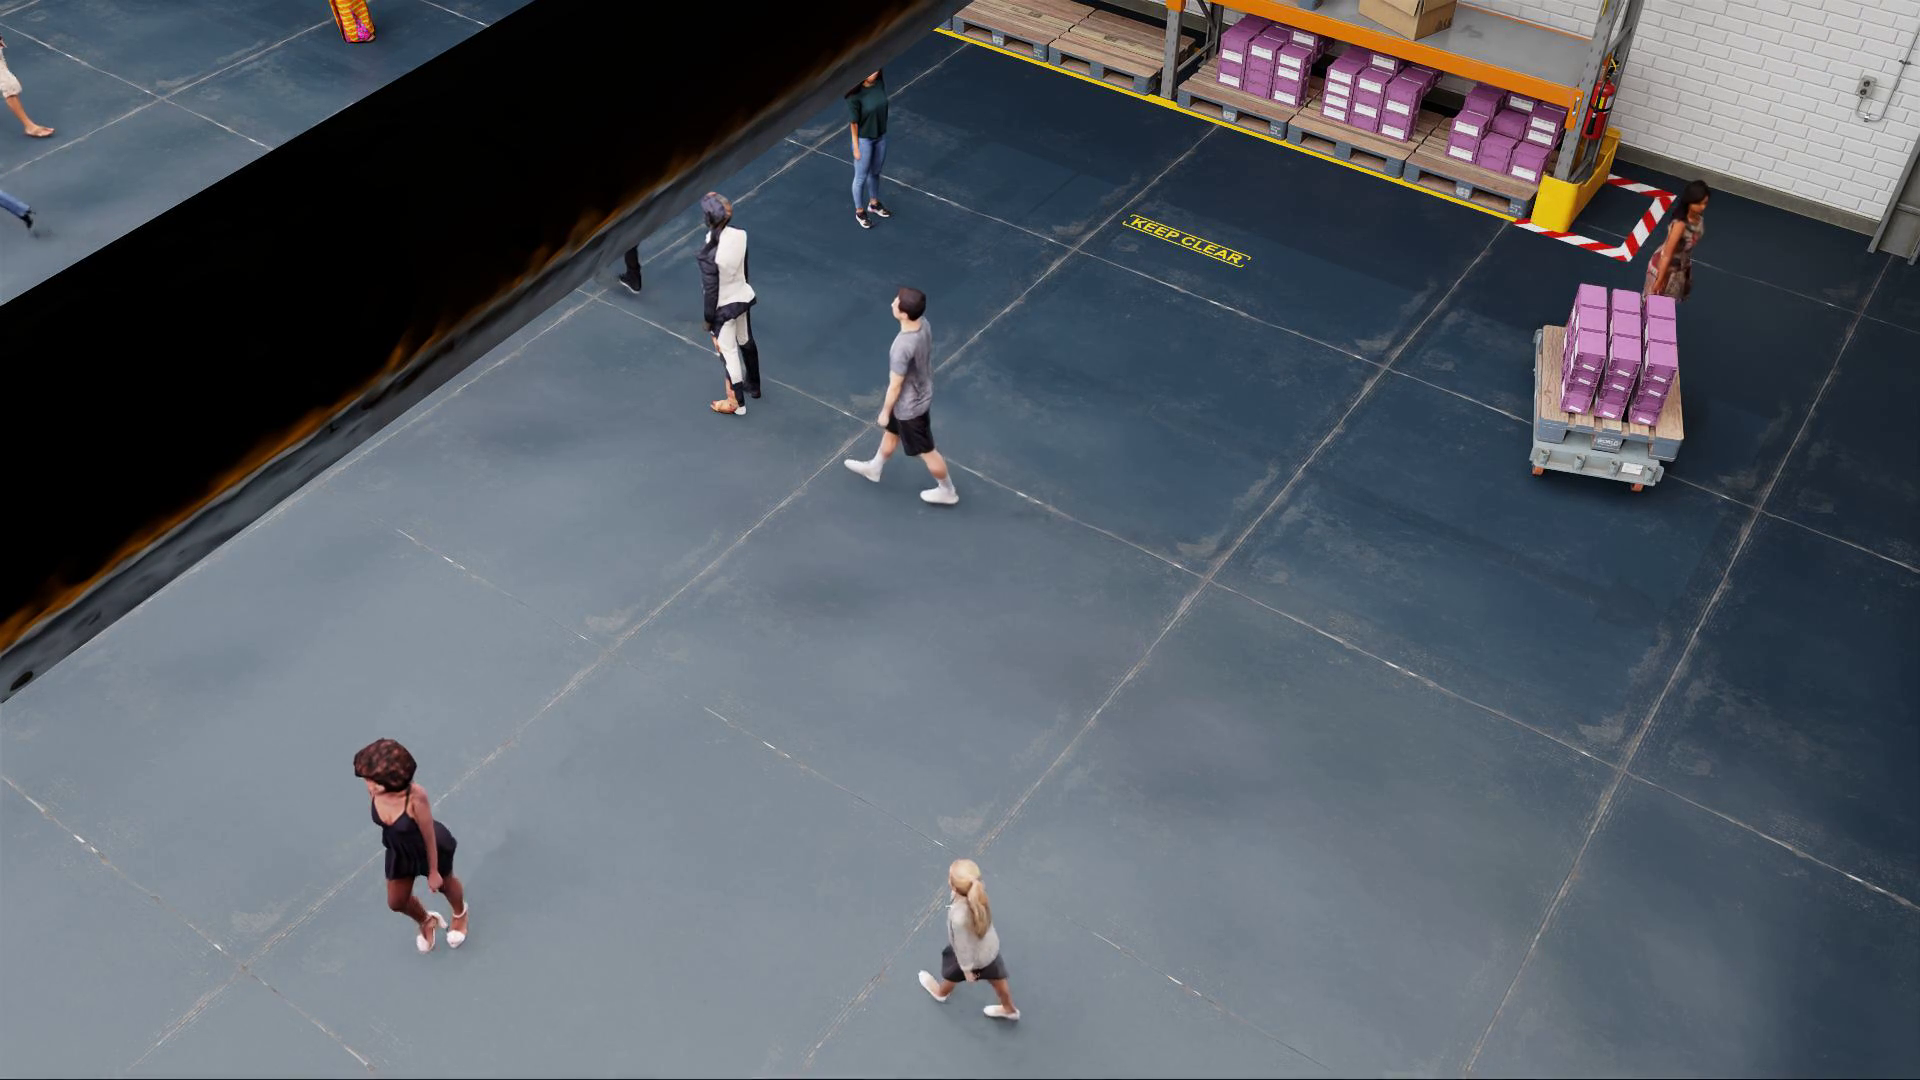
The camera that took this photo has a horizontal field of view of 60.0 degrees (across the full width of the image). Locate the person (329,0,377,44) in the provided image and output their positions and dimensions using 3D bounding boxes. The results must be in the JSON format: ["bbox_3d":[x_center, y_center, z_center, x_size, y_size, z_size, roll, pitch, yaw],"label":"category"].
[{"bbox_3d":[-6.413,-6.023,17.224,0.840,1.686,0.776,-9,44,-10],"label":"person"}]

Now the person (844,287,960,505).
[{"bbox_3d":[-0.255,-0.956,11.802,1.230,1.829,0.917,11,45,12],"label":"person"}]

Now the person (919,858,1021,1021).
[{"bbox_3d":[0.129,2.202,8.907,0.844,1.248,0.557,18,46,18],"label":"person"}]

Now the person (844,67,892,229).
[{"bbox_3d":[-0.809,-3.559,14.689,0.635,1.615,0.634,-35,53,-31],"label":"person"}]

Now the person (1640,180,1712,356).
[{"bbox_3d":[5.552,-2.179,13.235,0.960,1.624,0.660,21,47,20],"label":"person"}]

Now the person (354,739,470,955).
[{"bbox_3d":[-2.916,1.640,9.116,0.661,1.775,0.713,11,45,11],"label":"person"}]

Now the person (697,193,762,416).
[{"bbox_3d":[-1.755,-1.786,12.627,0.593,1.893,0.688,23,48,22],"label":"person"}]
